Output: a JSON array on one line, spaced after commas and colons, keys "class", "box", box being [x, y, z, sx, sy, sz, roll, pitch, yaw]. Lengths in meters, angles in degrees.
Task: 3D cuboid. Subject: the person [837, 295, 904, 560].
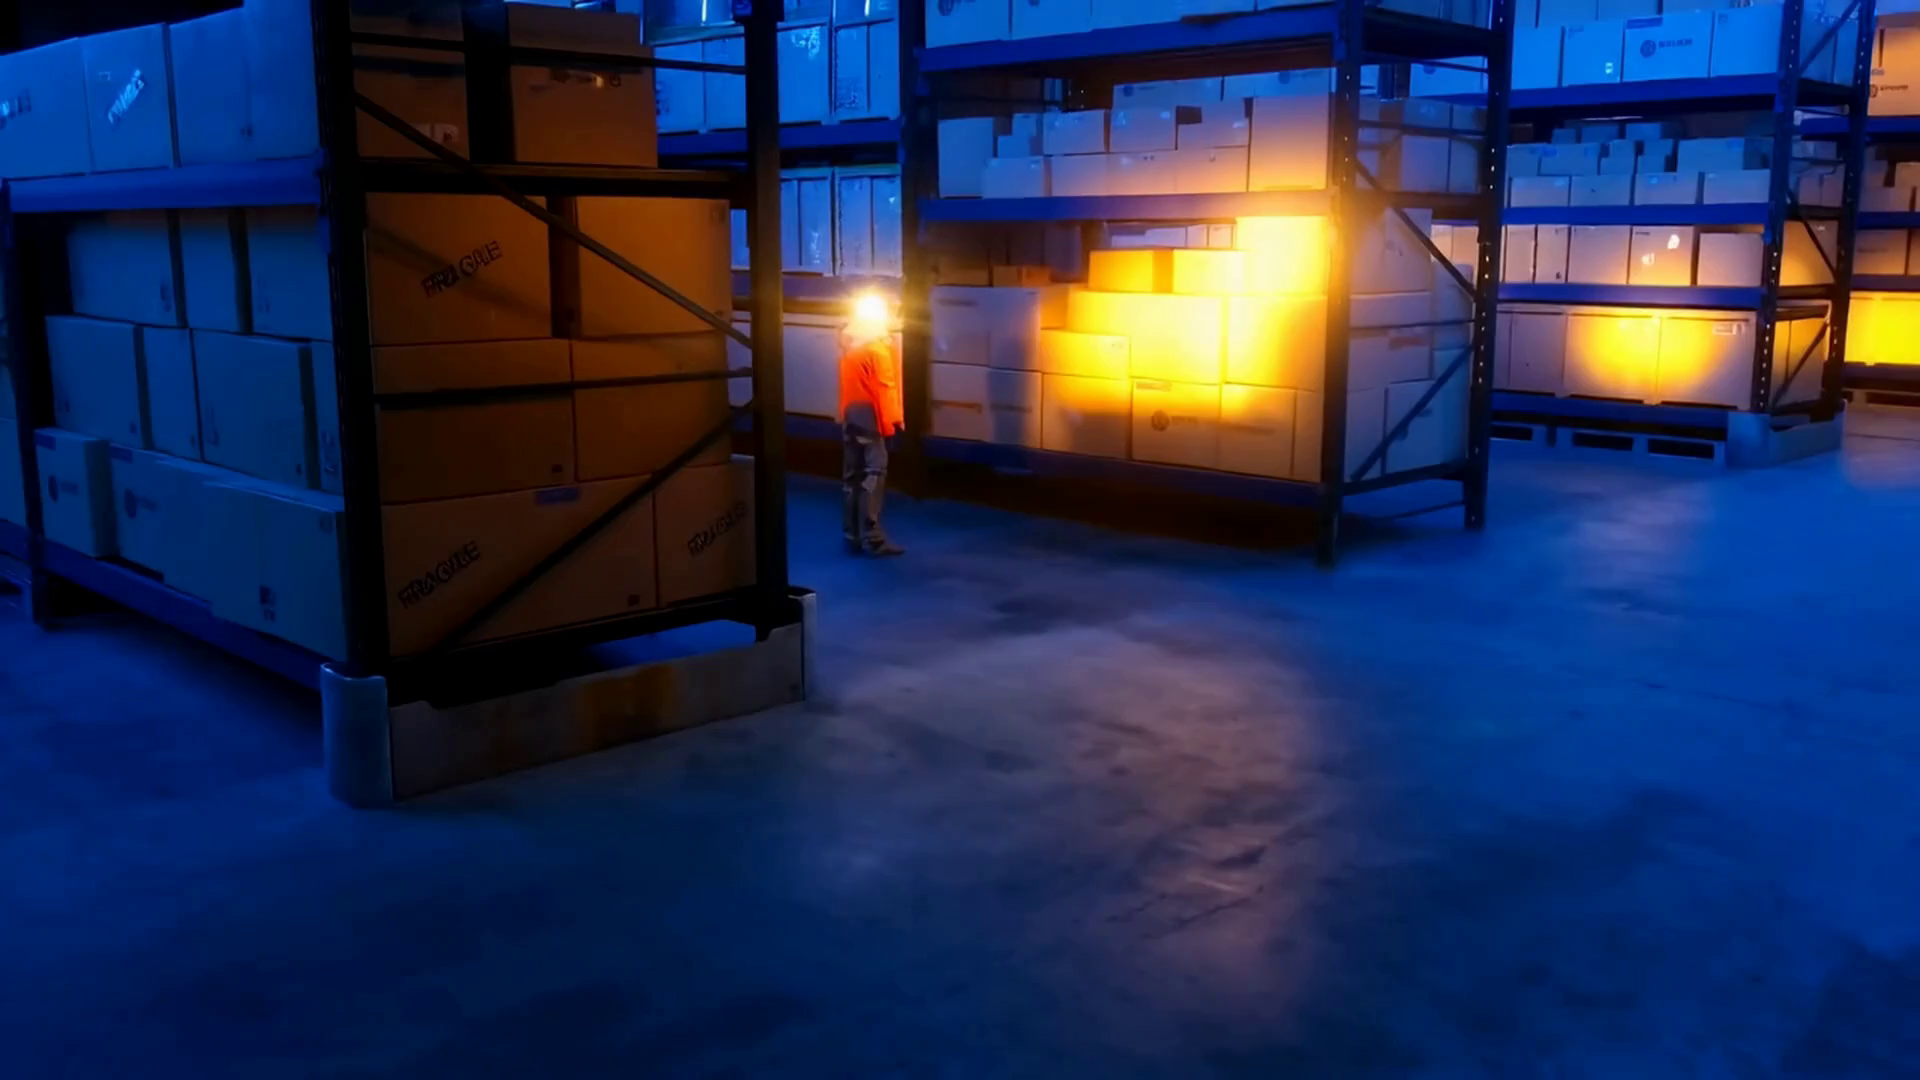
[{"class": "person", "box": [-0.604, -0.742, 11.018, 0.313, 1.739, 0.485, -9, 14, -42]}]
